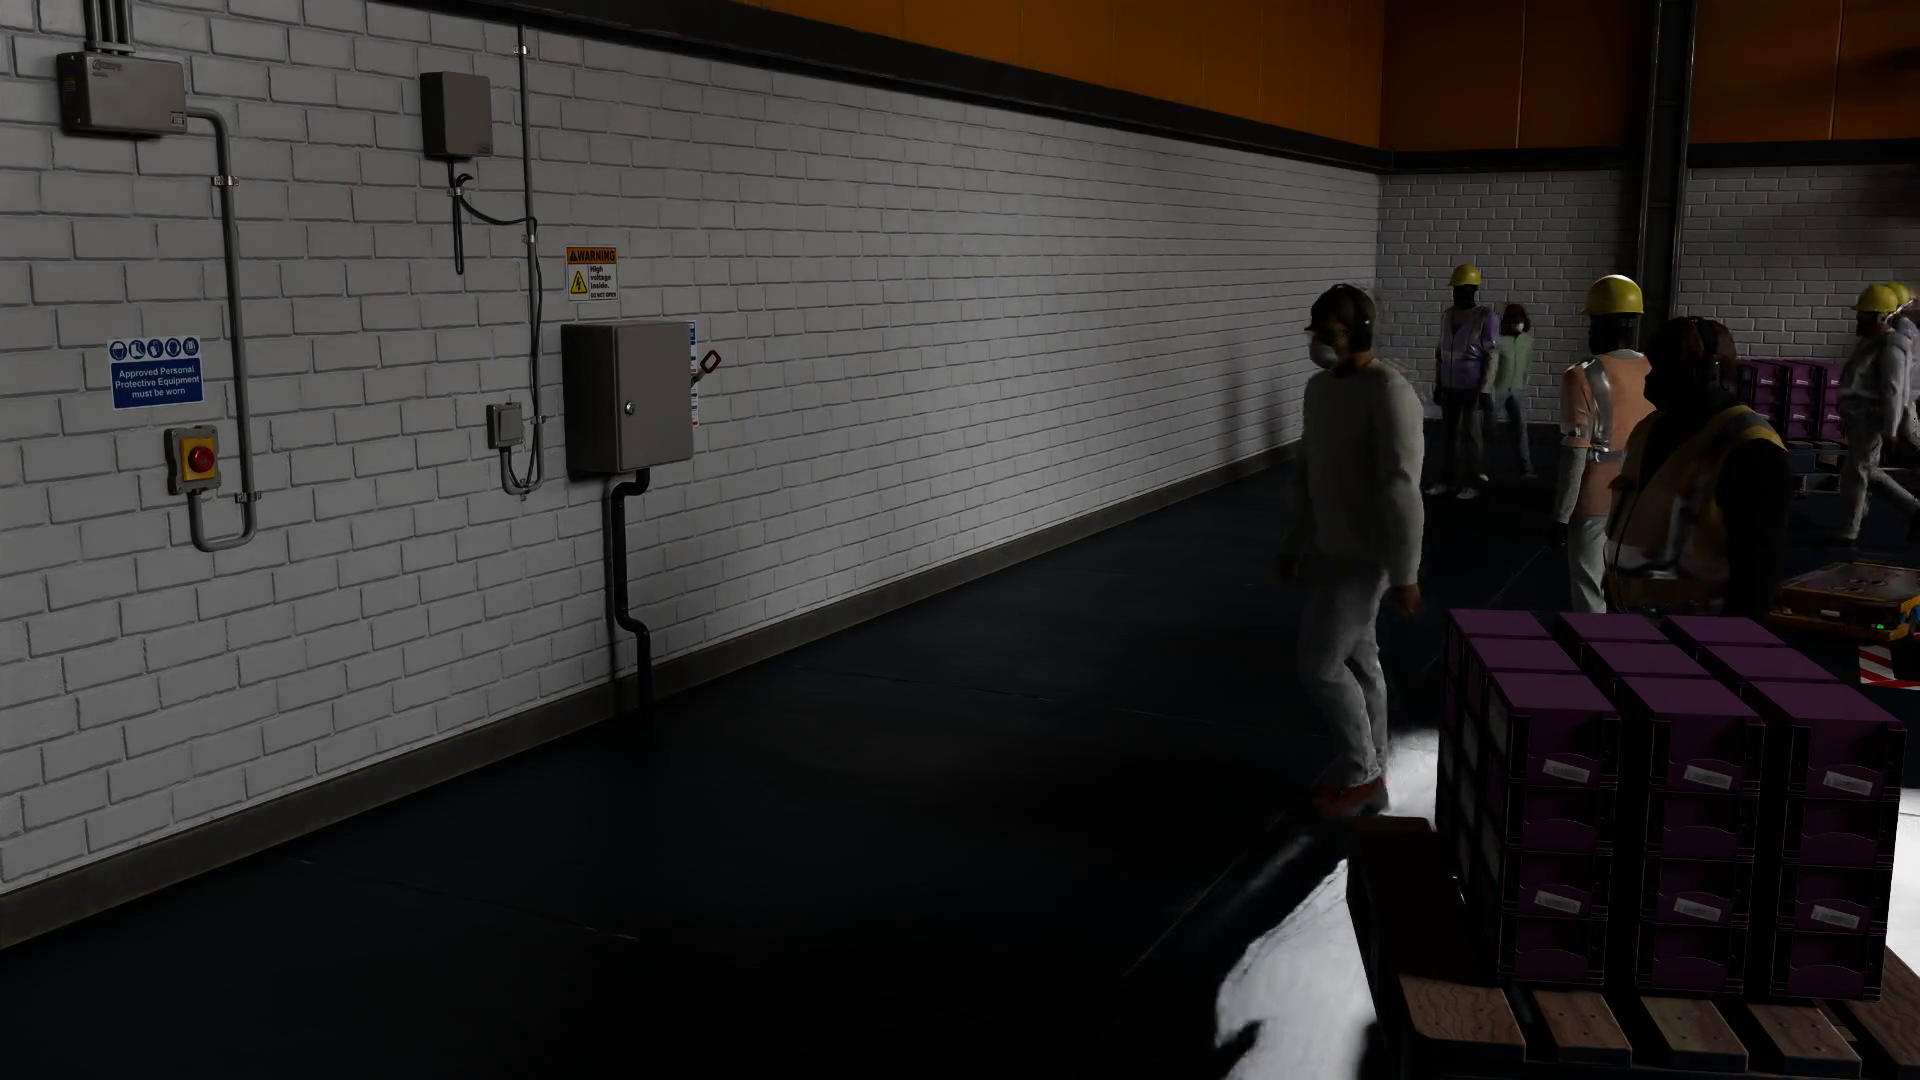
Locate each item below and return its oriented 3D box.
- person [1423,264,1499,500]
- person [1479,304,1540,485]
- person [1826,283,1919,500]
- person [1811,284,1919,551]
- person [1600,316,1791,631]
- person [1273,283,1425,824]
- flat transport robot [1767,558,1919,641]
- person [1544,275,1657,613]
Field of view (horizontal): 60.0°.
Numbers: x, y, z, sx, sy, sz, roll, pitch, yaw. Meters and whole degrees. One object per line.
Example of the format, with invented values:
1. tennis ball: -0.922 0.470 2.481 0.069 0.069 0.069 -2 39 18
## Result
1. person: 4.136 -1.295 13.702 0.366 1.927 0.585 -6 12 -32
2. person: 4.779 -1.268 14.534 0.536 1.581 0.887 -3 10 -18
3. person: 7.586 -1.206 13.650 0.969 1.771 0.587 7 12 35
4. person: 6.227 -0.811 11.215 0.705 1.813 0.587 3 10 18
5. person: 2.114 0.265 4.921 0.429 1.841 0.634 -2 10 -11
6. person: 1.368 0.062 5.868 0.544 1.910 0.668 -2 10 -10
7. flat transport robot: 5.022 0.312 9.186 1.431 0.197 0.652 -9 14 -44
8. person: 2.789 -0.173 7.207 0.586 1.928 0.364 -5 11 -25
